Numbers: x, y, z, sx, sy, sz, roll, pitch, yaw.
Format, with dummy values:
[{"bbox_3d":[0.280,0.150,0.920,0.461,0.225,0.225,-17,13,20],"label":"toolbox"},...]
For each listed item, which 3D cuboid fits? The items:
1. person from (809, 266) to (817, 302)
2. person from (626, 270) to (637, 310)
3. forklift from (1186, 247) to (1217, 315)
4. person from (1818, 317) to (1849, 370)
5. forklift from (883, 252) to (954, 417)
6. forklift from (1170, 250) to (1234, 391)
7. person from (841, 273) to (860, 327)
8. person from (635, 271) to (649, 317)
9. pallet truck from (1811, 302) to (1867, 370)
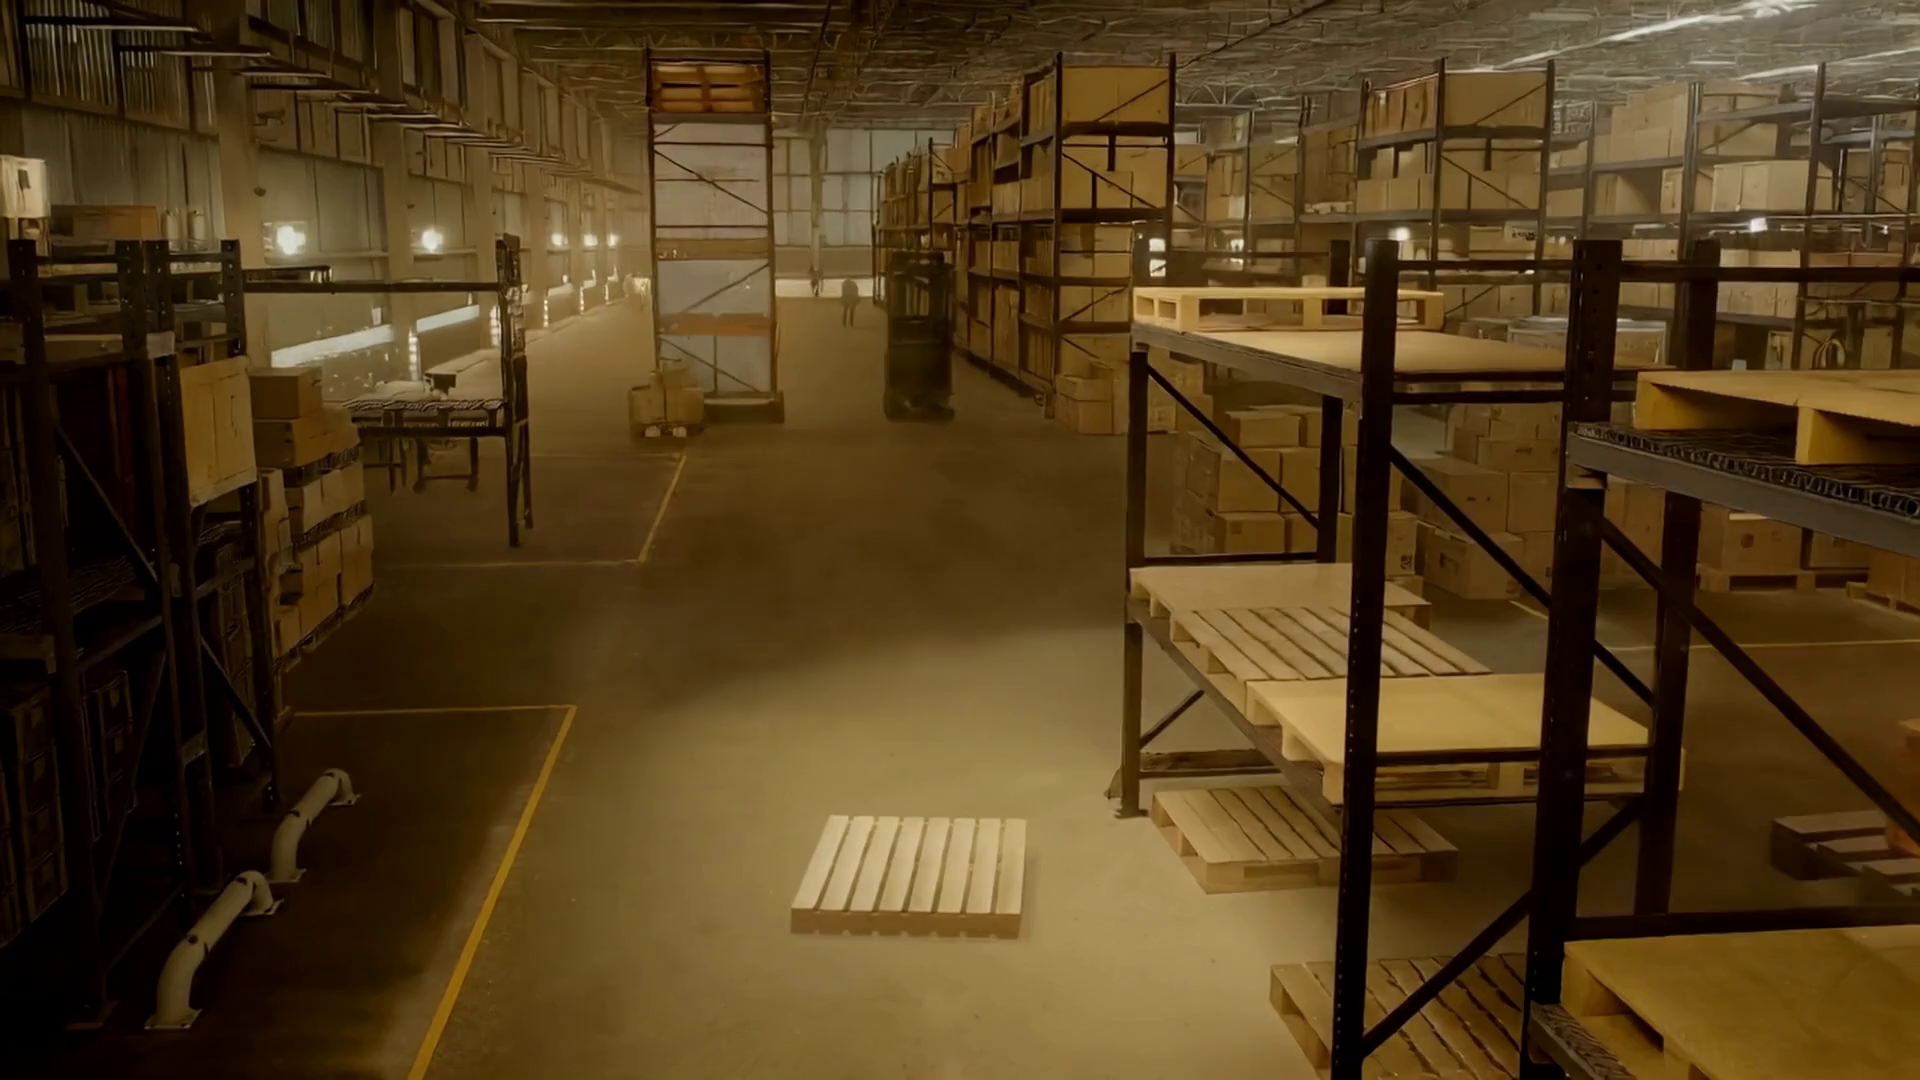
[{"bbox_3d":[-7.260,-12.635,82.093,0.390,1.746,0.585,-1,10,-3],"label":"person"},{"bbox_3d":[-14.198,-10.800,71.963,0.483,1.735,0.340,-7,12,-35],"label":"person"},{"bbox_3d":[6.770,-7.036,47.918,1.873,2.768,1.129,-1,10,-8],"label":"forklift"},{"bbox_3d":[12.790,-2.314,24.454,0.385,1.911,0.592,6,12,29],"label":"person"},{"bbox_3d":[-0.757,-3.624,29.012,1.129,2.768,1.873,-1,10,-6],"label":"forklift"},{"bbox_3d":[4.467,-4.411,33.374,1.873,2.768,1.129,-1,10,-6],"label":"forklift"},{"bbox_3d":[-3.850,-8.433,58.423,0.664,1.891,0.469,-3,11,-16],"label":"person"},{"bbox_3d":[-12.550,-9.704,65.656,0.578,1.816,0.484,-2,10,-10],"label":"person"},{"bbox_3d":[15.846,-3.142,28.793,1.885,1.965,0.823,2,10,12],"label":"pallet truck"}]
